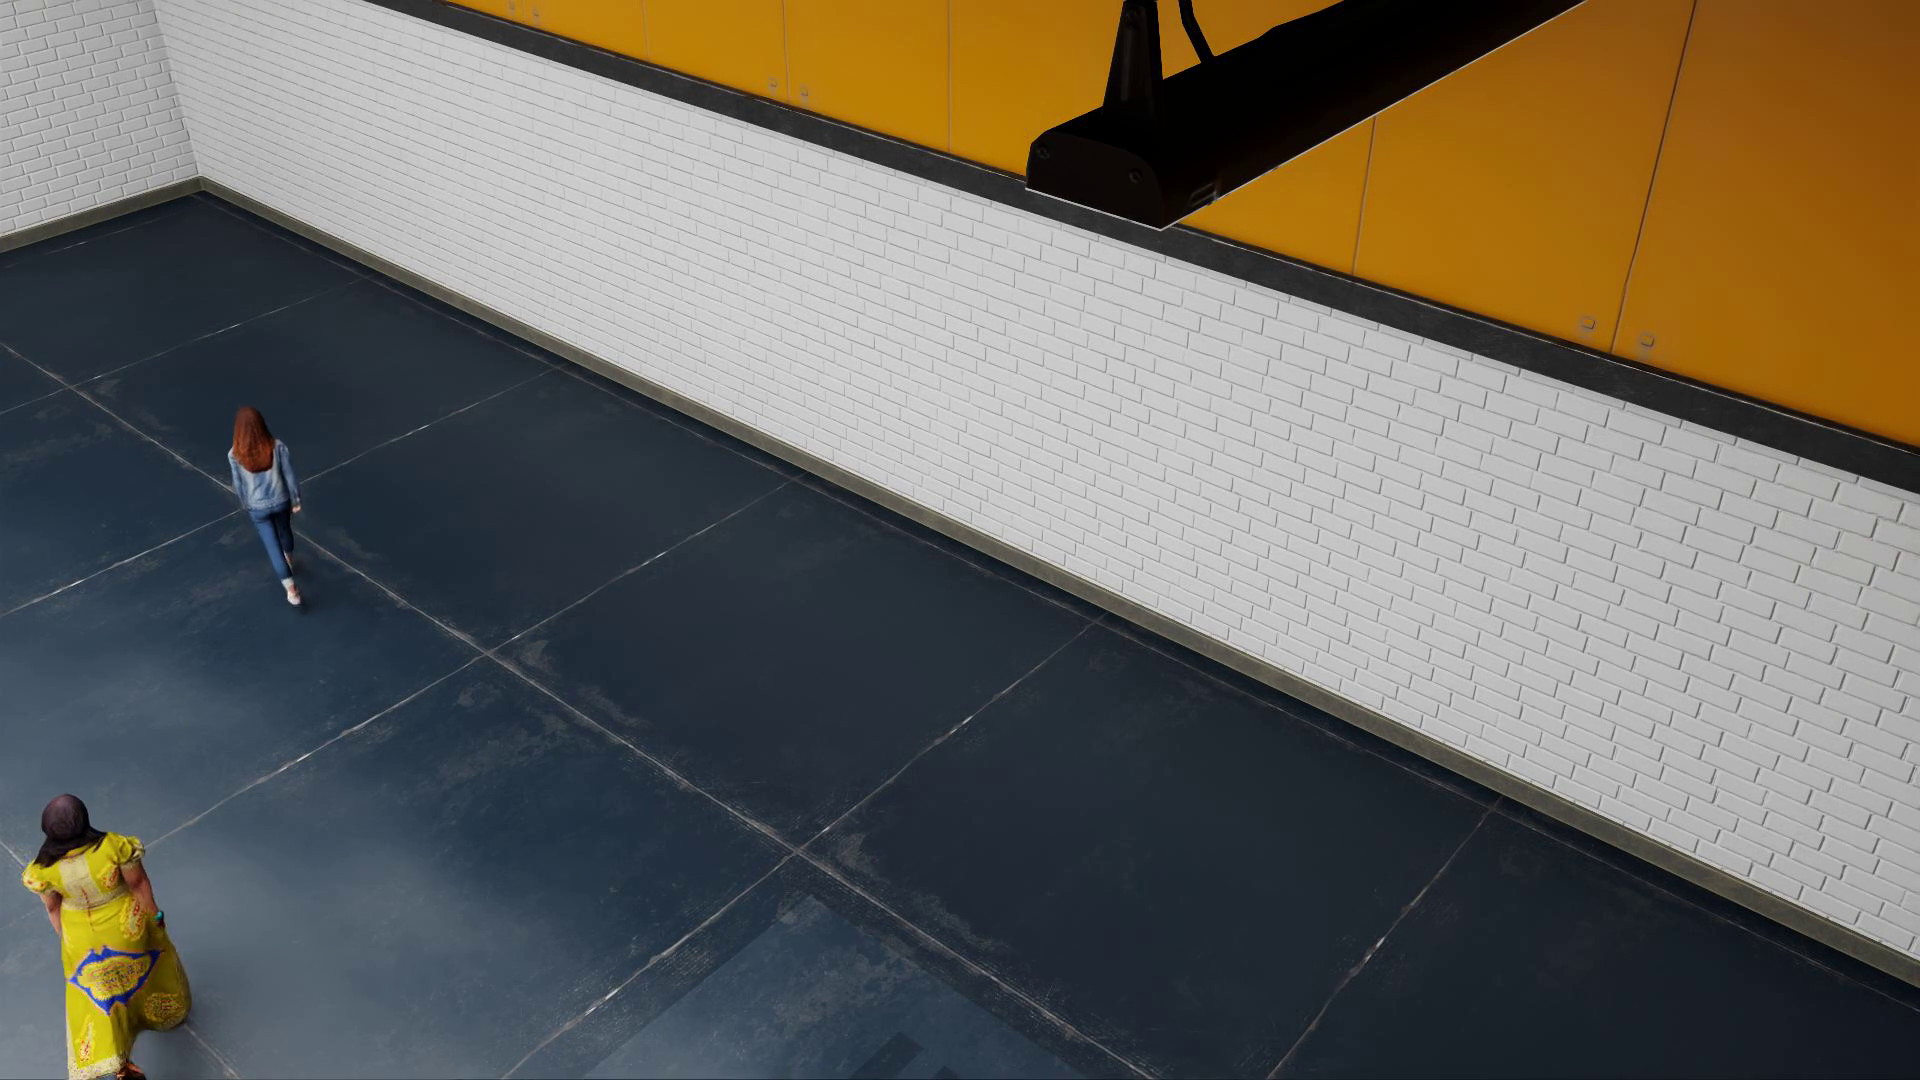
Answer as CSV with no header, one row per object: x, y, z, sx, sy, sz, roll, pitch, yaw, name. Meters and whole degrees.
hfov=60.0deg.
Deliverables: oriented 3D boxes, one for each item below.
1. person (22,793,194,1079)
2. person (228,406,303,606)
-4.192,1.985,8.202,1.263,1.633,1.172,-13,36,-18,person
-4.837,-0.213,11.670,1.004,1.444,0.818,-17,37,-24,person
